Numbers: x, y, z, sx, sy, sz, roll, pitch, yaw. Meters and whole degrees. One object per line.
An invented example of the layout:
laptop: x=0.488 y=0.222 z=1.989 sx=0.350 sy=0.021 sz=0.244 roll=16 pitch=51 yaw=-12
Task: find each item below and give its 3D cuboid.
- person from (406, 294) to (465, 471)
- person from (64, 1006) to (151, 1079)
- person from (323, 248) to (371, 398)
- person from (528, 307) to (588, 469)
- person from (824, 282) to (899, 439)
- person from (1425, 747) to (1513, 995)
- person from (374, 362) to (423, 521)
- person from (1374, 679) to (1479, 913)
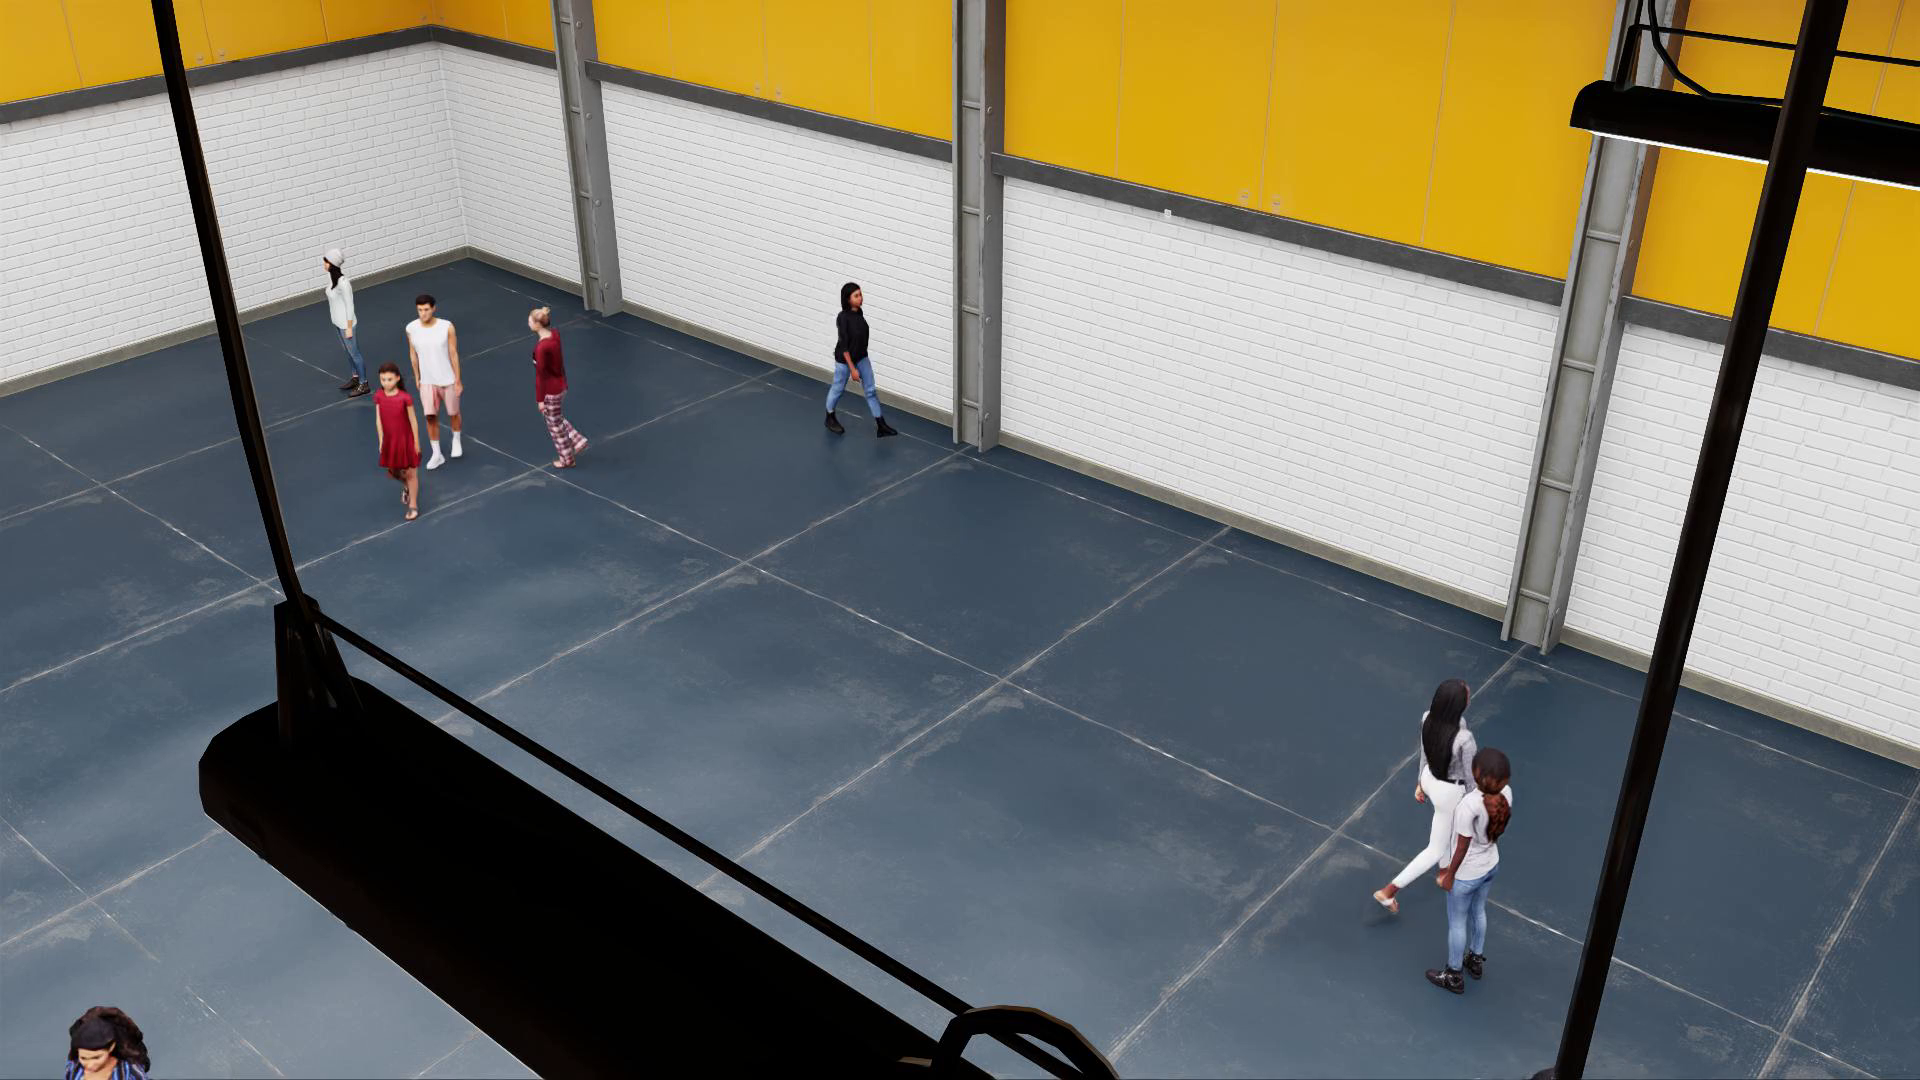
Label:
person: x=-5.168 y=-1.645 z=16.596 sx=0.971 sy=1.763 sz=1.021 roll=-2 pitch=29 yaw=-3
person: x=-4.171 y=2.958 z=8.326 sx=0.967 sy=1.603 sz=0.990 roll=0 pitch=29 yaw=0
person: x=-6.677 y=-2.372 z=18.055 sx=0.677 sy=1.643 sz=0.516 roll=-19 pitch=34 yaw=-30
person: x=-3.935 y=-1.497 z=16.397 sx=0.855 sy=1.694 sz=0.814 roll=3 pitch=29 yaw=5
person: x=-1.183 y=-1.826 z=17.031 sx=1.116 sy=1.665 sz=0.588 roll=21 pitch=35 yaw=33
person: x=3.083 y=1.976 z=10.004 sx=0.630 sy=1.719 sz=0.579 roll=-20 pitch=34 yaw=-32
person: x=-5.235 y=-0.975 z=15.594 sx=0.780 sy=1.547 sz=0.827 roll=0 pitch=29 yaw=1
person: x=3.021 y=1.665 z=10.601 sx=1.013 sy=1.693 sz=1.130 roll=-11 pitch=30 yaw=-19
